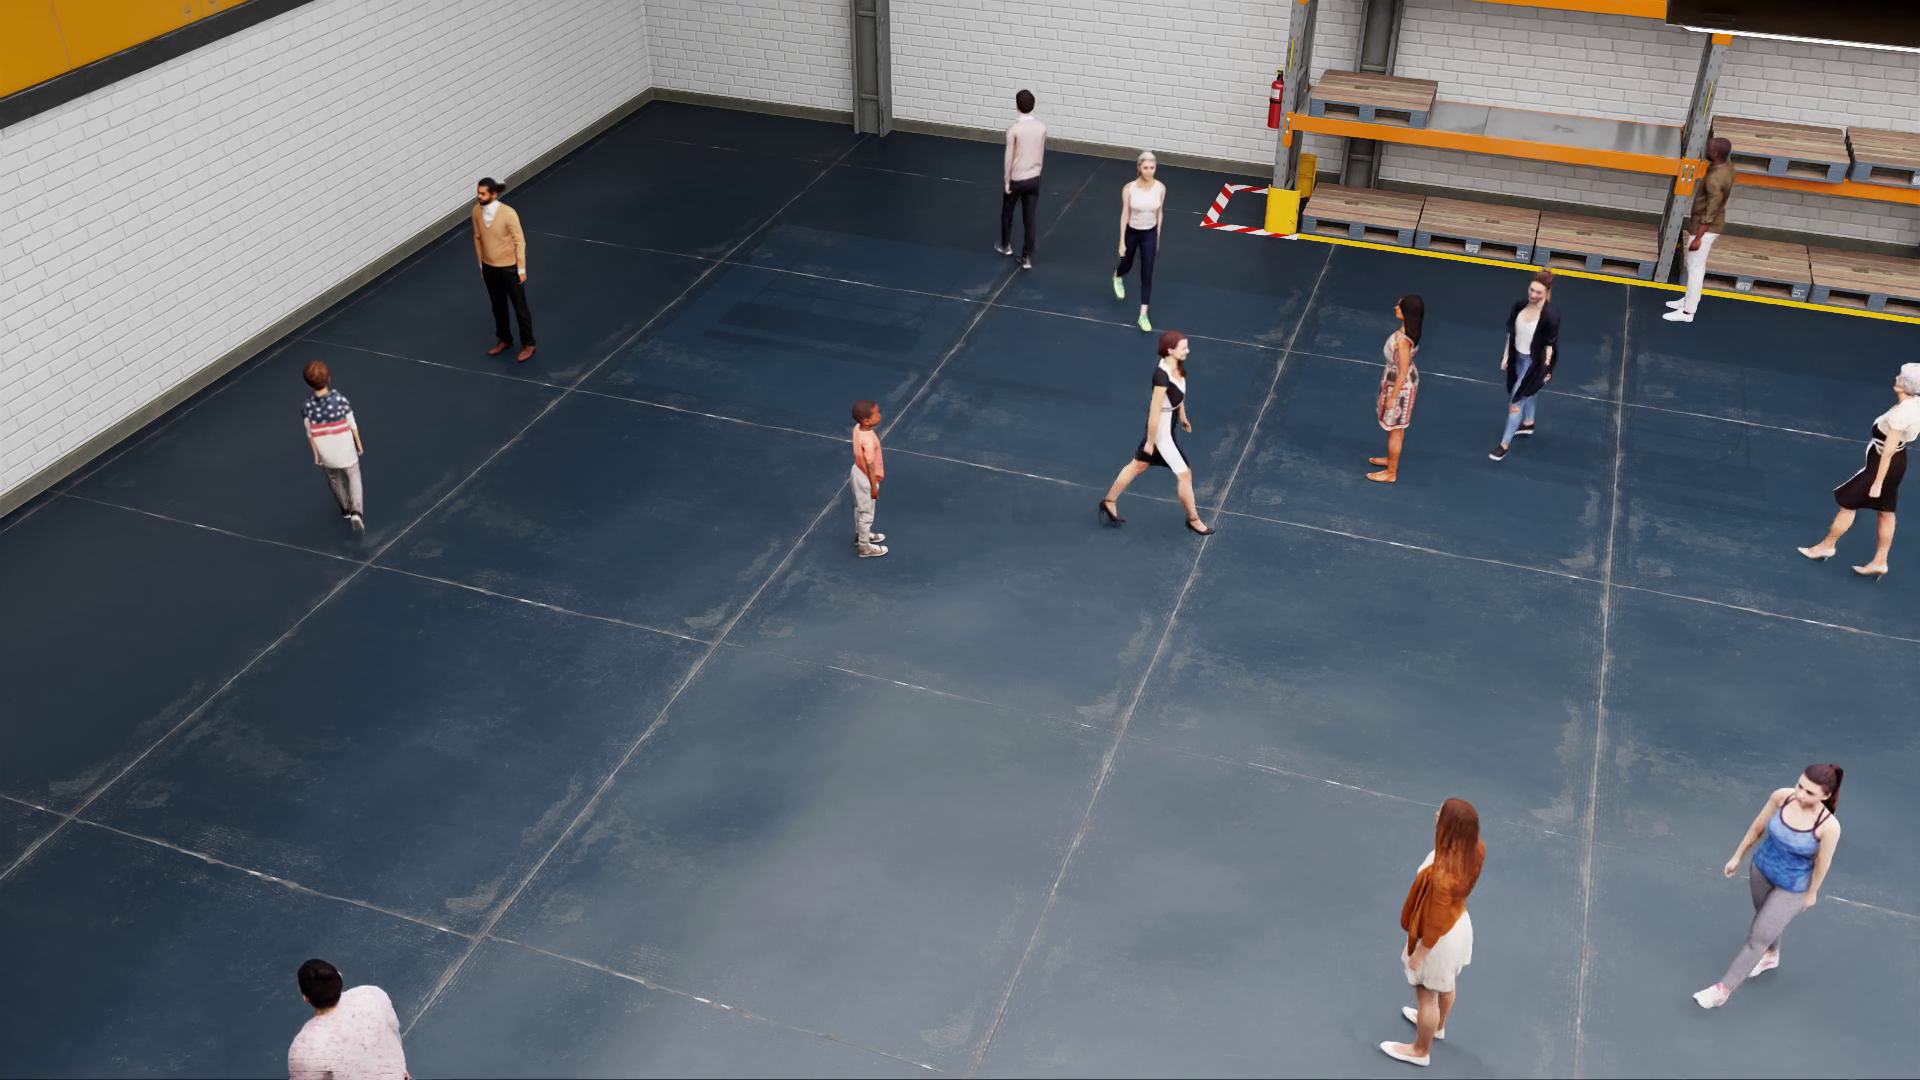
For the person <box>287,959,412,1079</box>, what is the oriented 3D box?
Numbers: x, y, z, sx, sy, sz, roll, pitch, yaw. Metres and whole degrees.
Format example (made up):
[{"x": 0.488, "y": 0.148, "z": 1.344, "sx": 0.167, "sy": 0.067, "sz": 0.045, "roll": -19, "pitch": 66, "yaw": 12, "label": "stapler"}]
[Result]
[{"x": -2.720, "y": 2.602, "z": 7.637, "sx": 1.138, "sy": 1.699, "sz": 0.854, "roll": 19, "pitch": 38, "yaw": 27, "label": "person"}]

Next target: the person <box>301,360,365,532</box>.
[{"x": -4.836, "y": -0.705, "z": 12.861, "sx": 0.880, "sy": 1.423, "sz": 0.897, "roll": -11, "pitch": 35, "yaw": -16, "label": "person"}]

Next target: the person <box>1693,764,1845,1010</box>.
[{"x": 4.464, "y": 1.800, "z": 8.949, "sx": 1.027, "sy": 1.580, "sz": 0.941, "roll": -12, "pitch": 36, "yaw": -18, "label": "person"}]

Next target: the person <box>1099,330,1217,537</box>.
[{"x": 1.451, "y": -0.801, "z": 12.719, "sx": 1.191, "sy": 1.739, "sz": 0.707, "roll": 6, "pitch": 34, "yaw": 10, "label": "person"}]

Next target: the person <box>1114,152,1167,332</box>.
[{"x": 1.689, "y": -2.926, "z": 15.975, "sx": 1.147, "sy": 1.674, "sz": 1.031, "roll": -6, "pitch": 34, "yaw": -8, "label": "person"}]

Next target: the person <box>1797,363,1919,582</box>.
[{"x": 6.863, "y": -0.445, "z": 12.193, "sx": 0.869, "sy": 1.730, "sz": 0.987, "roll": -27, "pitch": 42, "yaw": -34, "label": "person"}]

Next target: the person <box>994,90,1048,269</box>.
[{"x": 0.688, "y": -3.639, "z": 16.951, "sx": 0.912, "sy": 1.783, "sz": 0.958, "roll": -13, "pitch": 36, "yaw": -19, "label": "person"}]

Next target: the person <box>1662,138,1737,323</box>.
[{"x": 7.128, "y": -2.977, "z": 15.917, "sx": 0.636, "sy": 1.824, "sz": 0.754, "roll": 17, "pitch": 37, "yaw": 24, "label": "person"}]

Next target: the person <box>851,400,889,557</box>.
[{"x": -0.724, "y": -0.485, "z": 12.632, "sx": 0.601, "sy": 1.310, "sz": 0.556, "roll": -9, "pitch": 35, "yaw": -13, "label": "person"}]

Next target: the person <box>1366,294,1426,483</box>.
[{"x": 3.559, "y": -1.235, "z": 13.458, "sx": 0.515, "sy": 1.645, "sz": 0.646, "roll": 12, "pitch": 35, "yaw": 17, "label": "person"}]

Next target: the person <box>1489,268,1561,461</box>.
[{"x": 4.787, "y": -1.493, "z": 13.852, "sx": 1.060, "sy": 1.639, "sz": 1.014, "roll": -11, "pitch": 35, "yaw": -15, "label": "person"}]

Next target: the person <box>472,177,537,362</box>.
[{"x": -4.198, "y": -2.508, "z": 15.276, "sx": 0.506, "sy": 1.752, "sz": 0.708, "roll": 12, "pitch": 35, "yaw": 17, "label": "person"}]

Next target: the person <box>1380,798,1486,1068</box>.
[{"x": 2.466, "y": 2.008, "z": 8.510, "sx": 0.665, "sy": 1.721, "sz": 0.689, "roll": 23, "pitch": 40, "yaw": 30, "label": "person"}]
